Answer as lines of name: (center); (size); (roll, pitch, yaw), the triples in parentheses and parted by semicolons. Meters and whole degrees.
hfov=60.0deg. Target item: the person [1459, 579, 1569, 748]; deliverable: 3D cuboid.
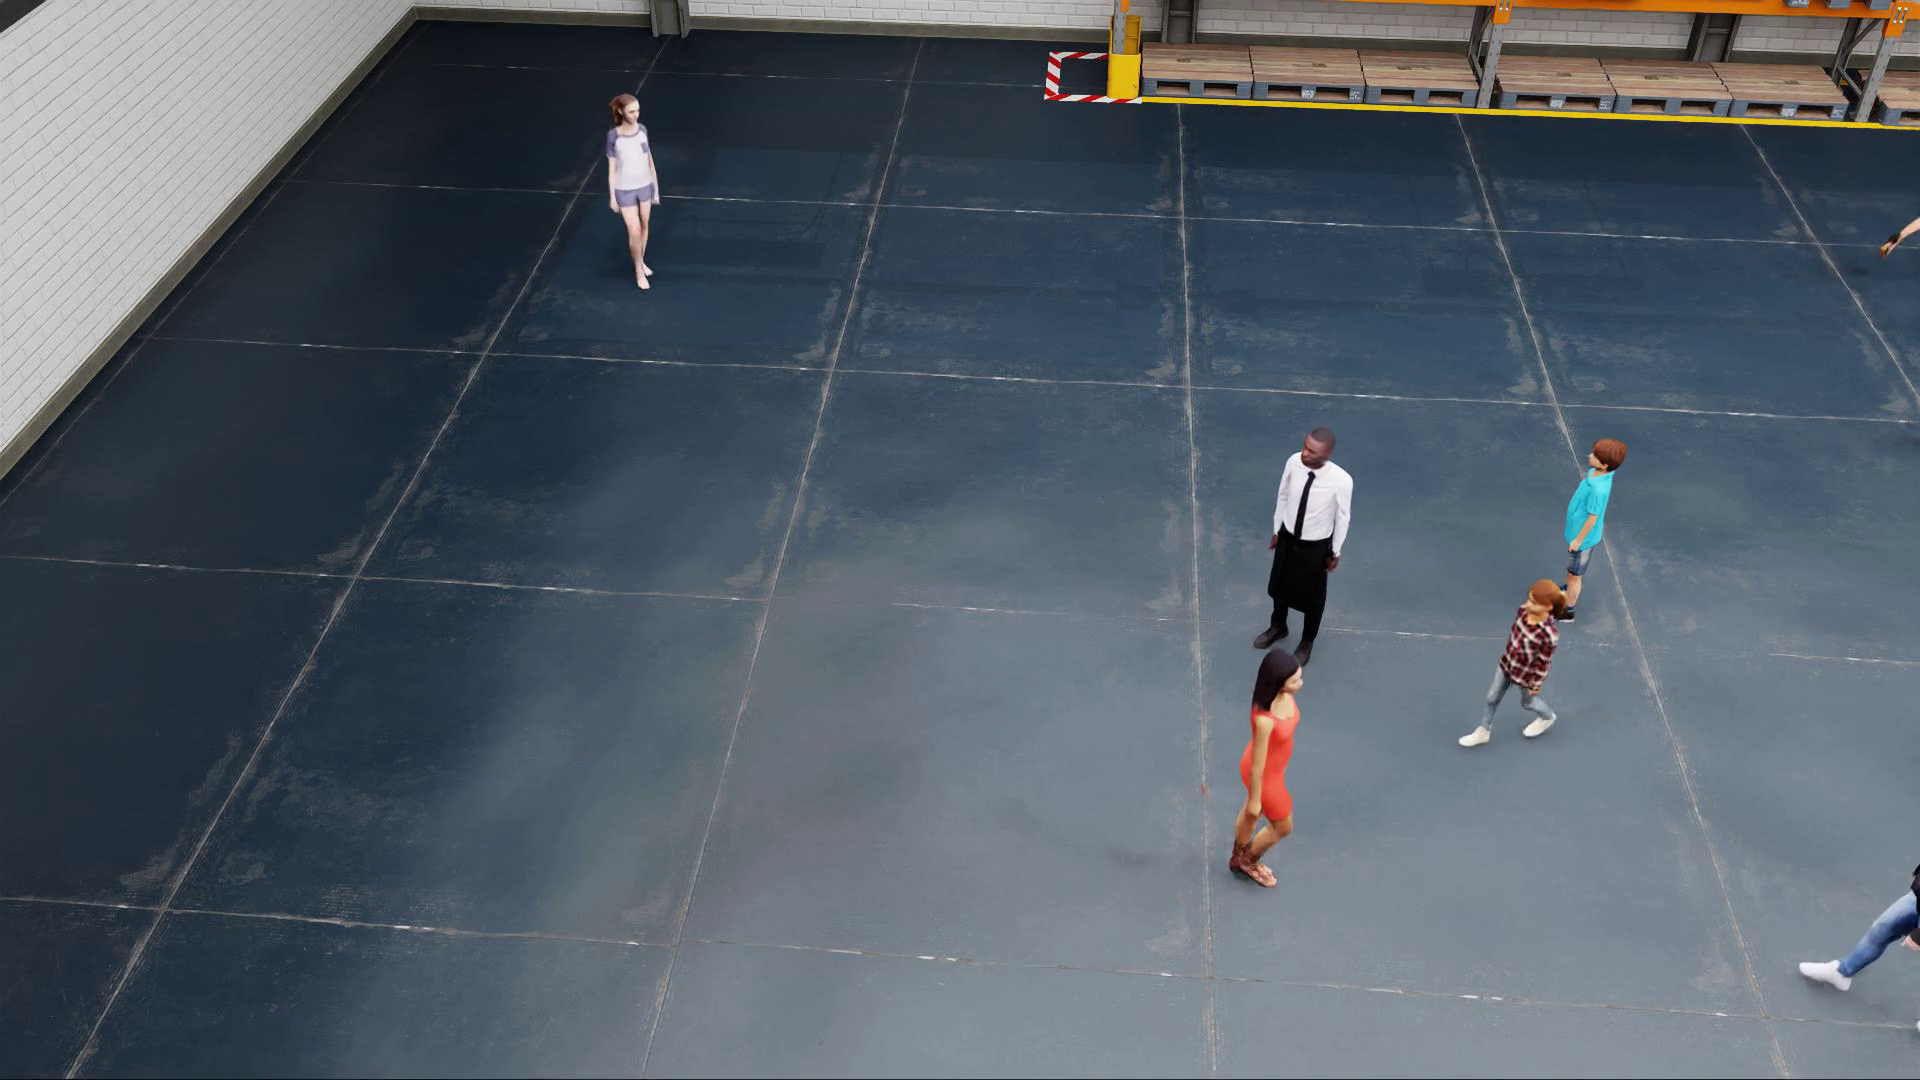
person: (3.534, 0.765, 10.258); (0.963, 1.291, 0.769); (-13, 41, -16)

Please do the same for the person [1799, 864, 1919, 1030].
person: (5.072, 1.983, 8.493); (1.194, 1.590, 0.948); (20, 43, 23)

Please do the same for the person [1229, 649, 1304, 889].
person: (1.620, 1.274, 9.283); (0.632, 1.713, 0.658); (11, 40, 13)

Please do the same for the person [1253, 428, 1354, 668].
person: (2.246, 0.019, 10.756); (0.672, 1.834, 0.778); (27, 46, 29)

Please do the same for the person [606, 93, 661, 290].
person: (-2.940, -3.155, 14.799); (0.789, 1.749, 0.845); (-25, 45, -28)

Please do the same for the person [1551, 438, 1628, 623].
person: (4.212, -0.085, 11.195); (0.551, 1.449, 0.564); (12, 40, 15)
